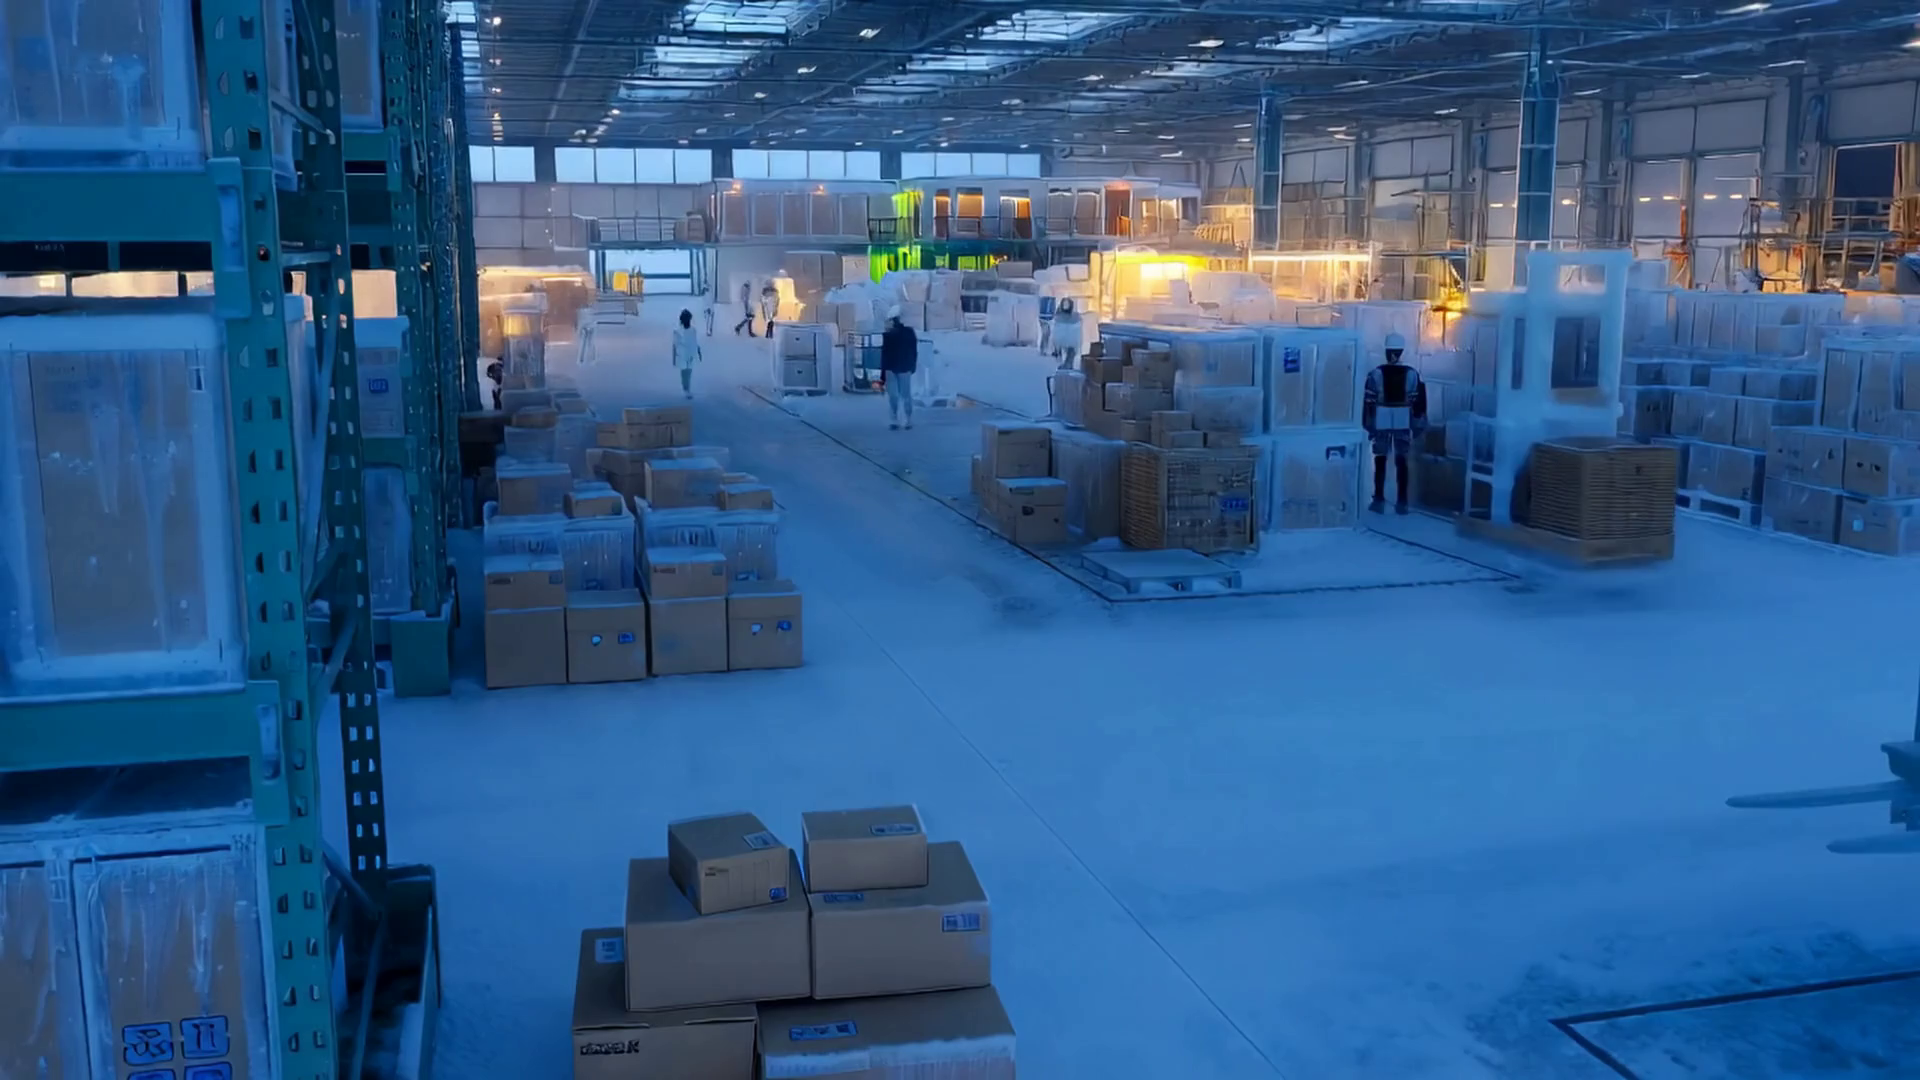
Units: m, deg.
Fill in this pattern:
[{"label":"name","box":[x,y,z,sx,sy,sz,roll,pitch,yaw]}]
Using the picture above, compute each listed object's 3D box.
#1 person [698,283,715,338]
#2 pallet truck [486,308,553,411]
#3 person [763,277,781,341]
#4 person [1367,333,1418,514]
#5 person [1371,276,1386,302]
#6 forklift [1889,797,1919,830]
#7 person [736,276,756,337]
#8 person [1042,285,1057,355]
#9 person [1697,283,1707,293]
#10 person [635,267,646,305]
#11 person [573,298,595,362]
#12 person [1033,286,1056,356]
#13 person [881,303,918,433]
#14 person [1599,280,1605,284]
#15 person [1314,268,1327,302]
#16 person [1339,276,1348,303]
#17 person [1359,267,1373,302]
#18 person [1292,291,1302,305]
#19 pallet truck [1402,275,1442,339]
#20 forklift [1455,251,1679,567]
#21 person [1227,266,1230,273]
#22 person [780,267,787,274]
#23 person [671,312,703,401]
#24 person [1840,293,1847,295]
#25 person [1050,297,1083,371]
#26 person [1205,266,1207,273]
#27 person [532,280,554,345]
[{"label":"person","box":[-7.964,-7.236,52.369,0.532,1.741,0.739,-1,10,-6]},{"label":"pallet truck","box":[-6.242,-2.418,24.362,0.823,1.965,1.885,1,10,3]},{"label":"person","box":[-5.718,-7.023,50.584,0.626,1.952,0.422,-9,14,-43]},{"label":"person","box":[4.627,-1.244,17.881,0.542,1.939,0.368,0,10,1]},{"label":"person","box":[14.934,-8.573,59.704,0.644,1.821,0.551,-1,10,-3]},{"label":"forklift","box":[5.626,0.088,7.673,1.873,2.768,1.129,-3,10,-15]},{"label":"person","box":[-6.804,-7.419,52.900,0.530,1.920,0.569,0,10,2]},{"label":"person","box":[2.381,-5.818,44.021,0.527,1.860,0.331,9,13,41]},{"label":"person","box":[19.652,-5.875,44.145,0.631,1.927,0.535,6,12,31]},{"label":"person","box":[-15.738,-12.496,81.863,0.513,1.845,0.336,7,12,35]},{"label":"person","box":[-9.354,-5.203,41.267,0.538,1.593,0.849,5,11,26]},{"label":"person","box":[2.255,-5.718,43.518,0.594,1.838,0.999,9,13,40]},{"label":"person","box":[-0.957,-2.648,25.676,0.622,1.992,0.396,5,11,28]},{"label":"person","box":[18.098,-6.375,47.009,0.390,1.920,0.637,-1,10,-4]},{"label":"person","box":[17.197,-12.066,79.446,0.634,1.839,0.429,10,14,43]},{"label":"person","box":[13.835,-8.523,59.560,0.535,1.828,1.014,5,11,25]},{"label":"person","box":[18.052,-11.164,74.052,0.602,1.939,0.397,5,11,28]},{"label":"person","box":[7.226,-4.345,35.506,0.649,1.906,0.818,-5,11,-25]},{"label":"pallet truck","box":[14.620,-7.324,52.145,0.823,1.965,1.885,8,13,40]},{"label":"forklift","box":[5.659,-1.272,15.374,1.129,2.768,1.873,-3,10,-16]},{"label":"person","box":[12.203,-11.550,76.115,0.425,1.979,0.651,-3,10,-14]},{"label":"person","box":[-8.220,-11.756,77.462,0.599,1.917,0.377,-2,10,-14]},{"label":"person","box":[-5.054,-3.411,30.935,0.556,1.646,0.856,-6,12,-31]},{"label":"person","box":[22.815,-5.529,42.893,0.794,1.660,0.543,9,13,41]},{"label":"person","box":[2.034,-3.668,31.687,0.623,1.918,0.479,0,10,2]},{"label":"person","box":[11.836,-12.296,80.465,0.361,1.940,0.543,-1,10,-3]},{"label":"person","box":[-12.241,-6.637,48.570,0.559,1.900,0.976,3,10,16]}]
